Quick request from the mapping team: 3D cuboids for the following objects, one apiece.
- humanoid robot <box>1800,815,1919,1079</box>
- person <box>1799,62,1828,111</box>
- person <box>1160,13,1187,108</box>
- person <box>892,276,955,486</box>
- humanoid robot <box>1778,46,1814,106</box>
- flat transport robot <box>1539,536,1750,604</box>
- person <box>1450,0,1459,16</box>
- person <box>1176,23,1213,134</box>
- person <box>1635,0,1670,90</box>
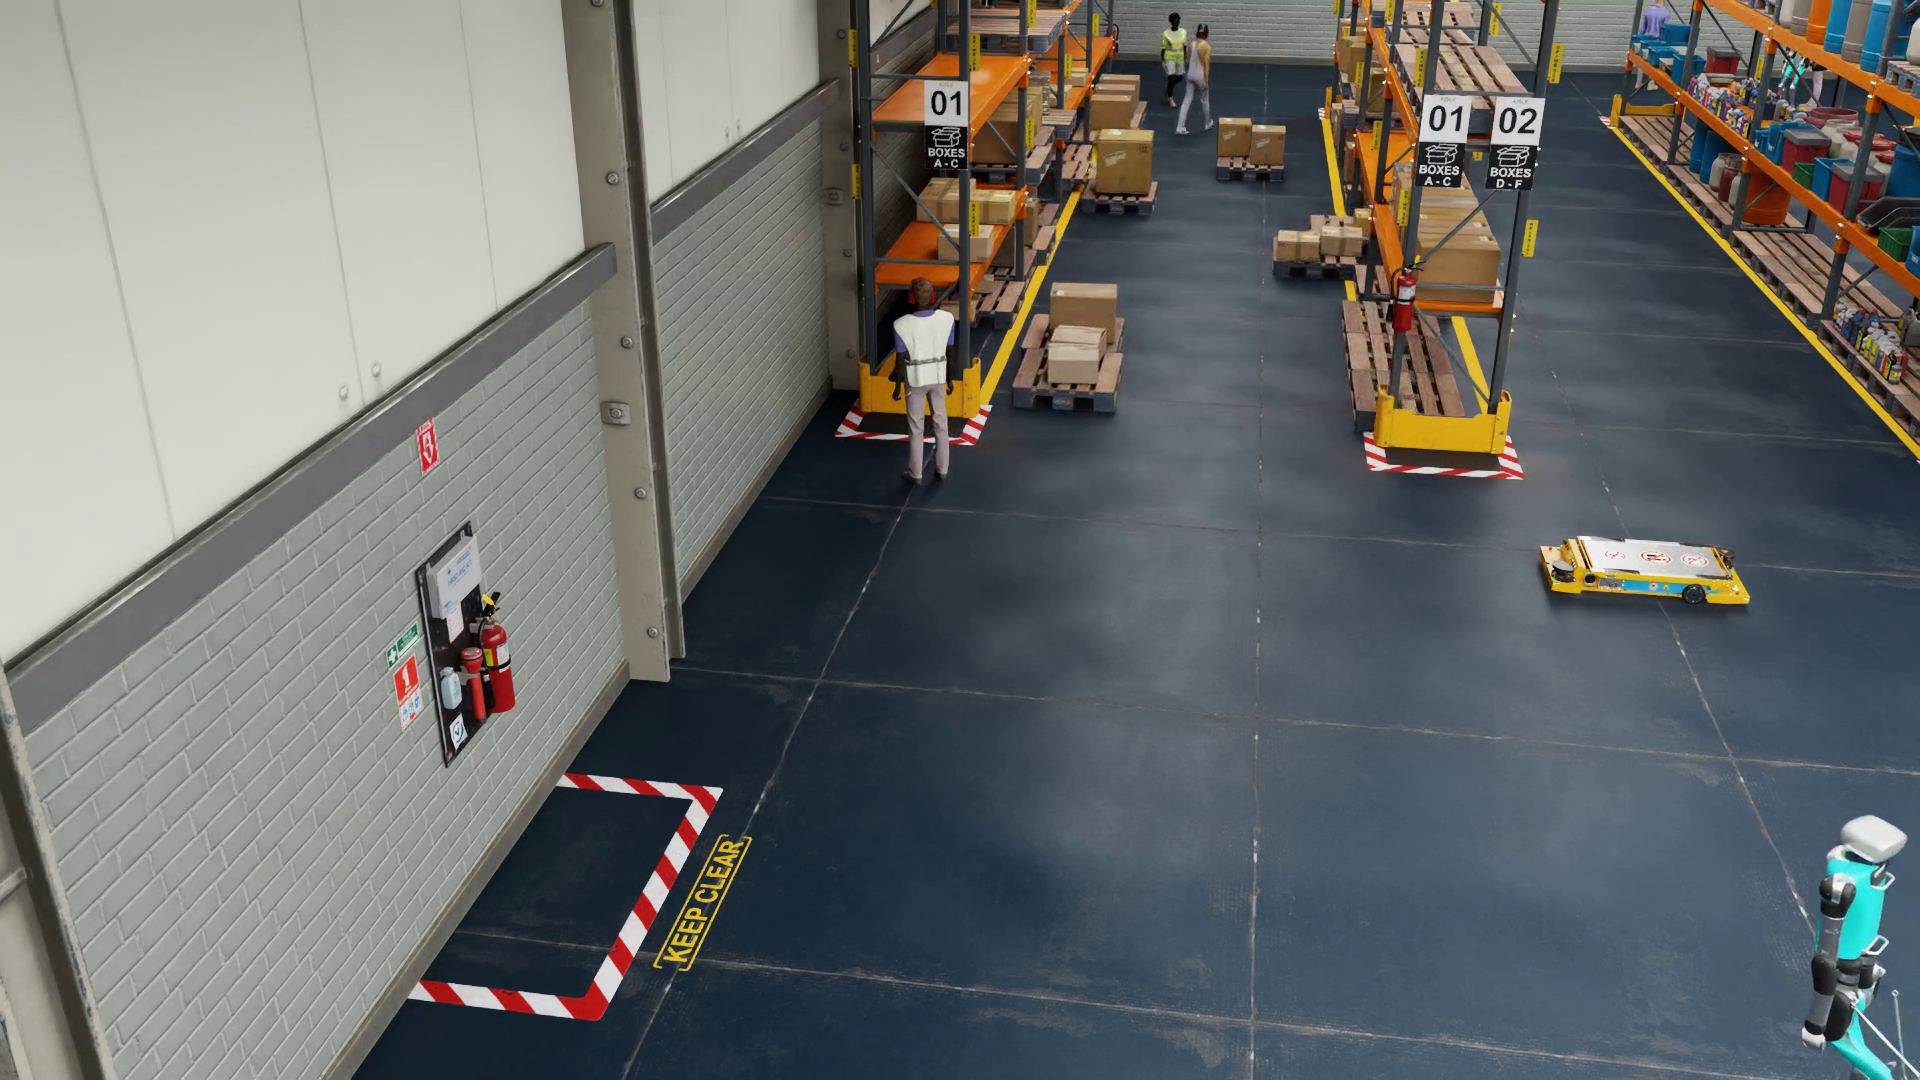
[{"bbox_3d":[3.970,2.084,7.198,0.544,1.798,0.829,-22,33,-39],"label":"humanoid robot"},{"bbox_3d":[15.604,-8.723,30.156,0.407,1.855,0.528,13,28,25],"label":"person"},{"bbox_3d":[3.911,-8.861,30.652,0.537,1.677,0.567,-10,27,-21],"label":"person"},{"bbox_3d":[-0.307,-1.360,14.405,0.563,1.847,0.389,-9,27,-19],"label":"person"},{"bbox_3d":[15.107,-8.637,30.084,0.538,1.764,0.690,22,33,39],"label":"humanoid robot"},{"bbox_3d":[5.279,0.231,12.864,1.431,0.231,0.659,4,25,9],"label":"flat transport robot"},{"bbox_3d":[9.317,-9.438,31.800,0.325,1.759,0.523,1,25,2],"label":"person"},{"bbox_3d":[4.067,-7.861,28.361,0.559,1.801,0.997,19,31,35],"label":"person"},{"bbox_3d":[13.413,-9.635,32.183,0.378,1.796,0.593,-21,32,-38],"label":"person"}]
